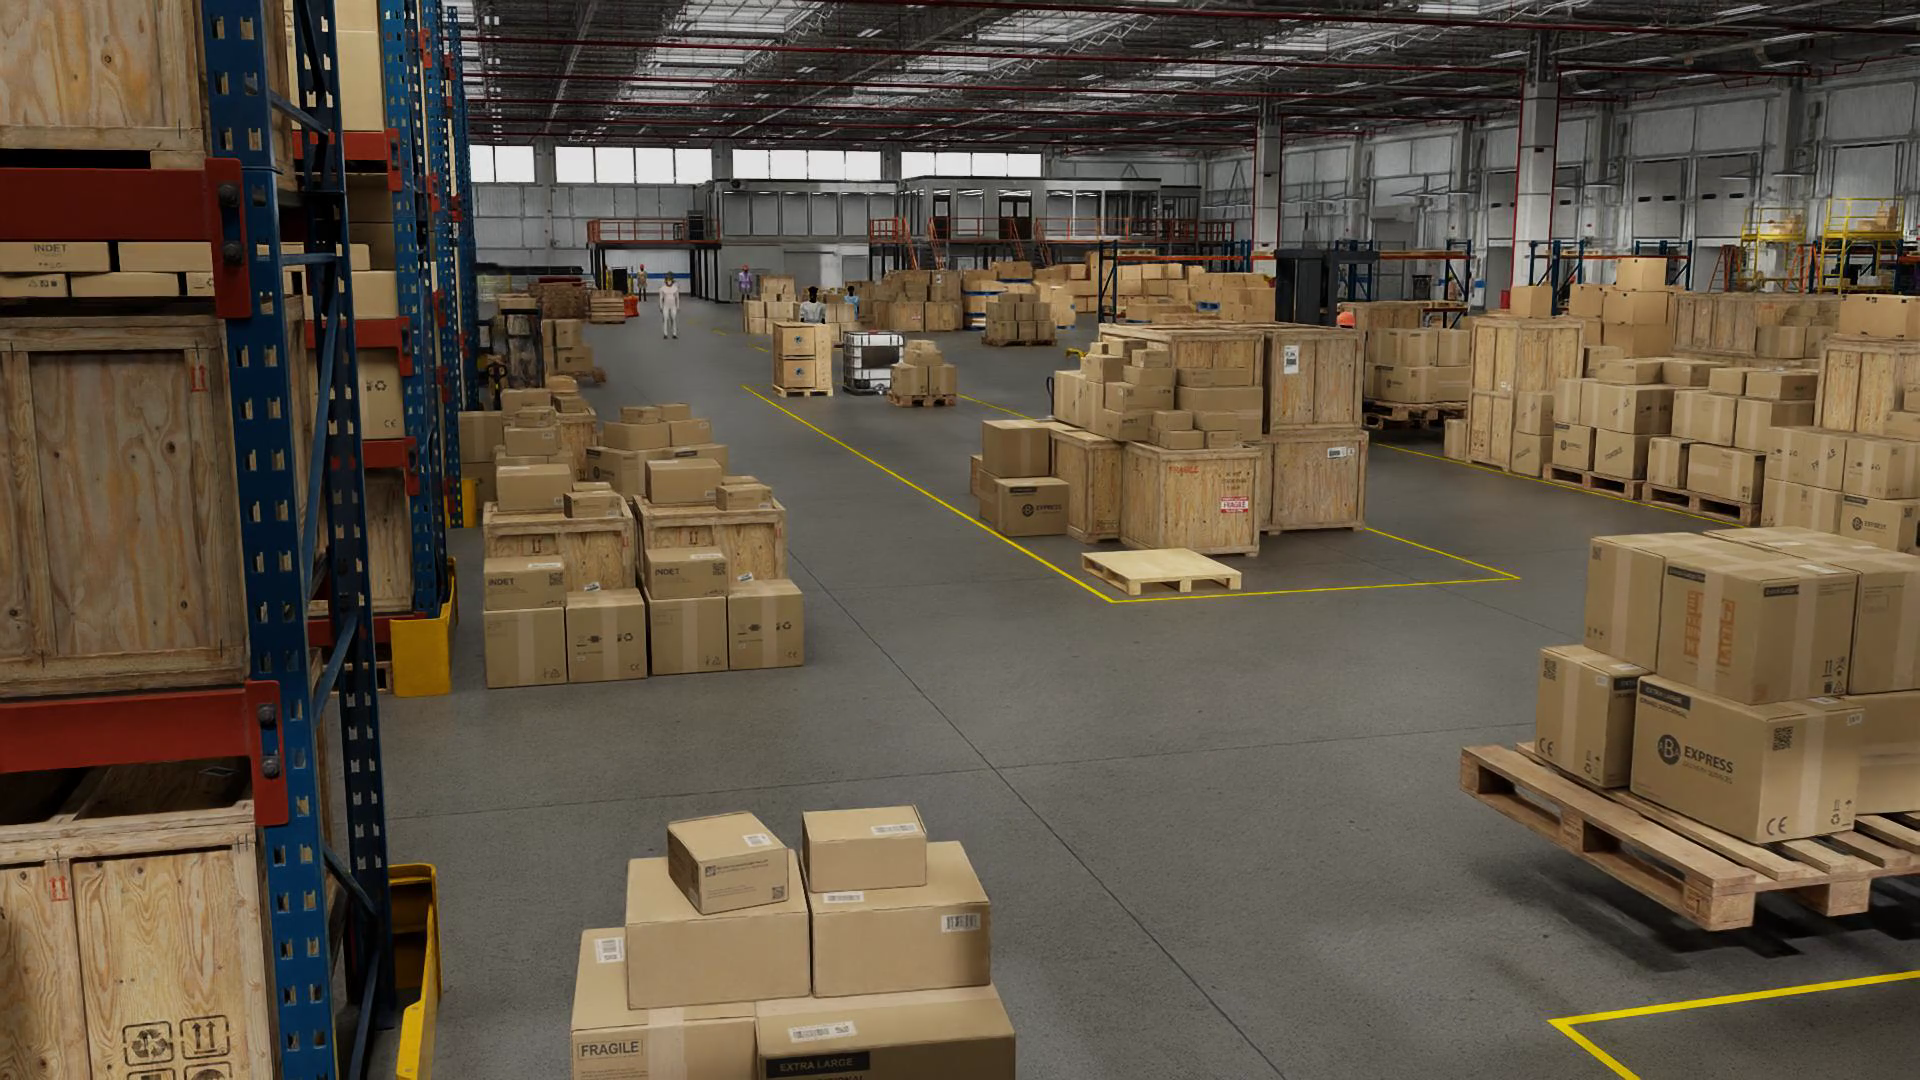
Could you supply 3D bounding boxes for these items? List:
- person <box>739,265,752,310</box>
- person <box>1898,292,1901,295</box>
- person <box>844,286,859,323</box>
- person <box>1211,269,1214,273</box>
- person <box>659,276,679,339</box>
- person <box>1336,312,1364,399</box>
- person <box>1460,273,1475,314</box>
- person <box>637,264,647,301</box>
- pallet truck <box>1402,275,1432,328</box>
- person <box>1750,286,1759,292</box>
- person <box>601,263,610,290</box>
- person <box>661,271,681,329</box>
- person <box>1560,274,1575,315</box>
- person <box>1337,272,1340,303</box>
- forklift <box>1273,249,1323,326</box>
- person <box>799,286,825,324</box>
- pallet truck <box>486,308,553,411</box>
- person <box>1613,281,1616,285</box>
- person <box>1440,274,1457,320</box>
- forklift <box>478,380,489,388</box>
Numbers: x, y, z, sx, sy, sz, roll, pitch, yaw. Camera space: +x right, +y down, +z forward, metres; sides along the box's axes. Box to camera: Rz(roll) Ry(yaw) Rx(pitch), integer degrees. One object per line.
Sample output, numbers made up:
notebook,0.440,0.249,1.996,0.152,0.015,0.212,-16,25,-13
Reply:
person,-9.745,-11.495,75.637,0.608,2.044,0.372,-3,10,-15
person,23.331,-5.323,41.532,0.487,1.744,0.294,-3,10,-15
person,-3.263,-6.757,49.787,0.535,1.697,0.318,-3,10,-15
person,12.614,-12.654,83.059,0.539,1.744,0.523,9,14,43
person,-9.031,-7.222,51.735,0.631,1.940,0.372,-3,10,-15
person,5.140,-2.057,22.330,0.612,1.995,0.377,-3,10,-15
person,21.459,-10.460,70.414,0.643,1.821,0.574,6,12,29
person,-16.683,-13.506,87.312,0.545,1.942,0.349,-3,10,-15
pallet truck,14.620,-7.324,52.145,0.823,1.965,1.885,8,13,40
person,21.410,-5.962,44.986,0.529,1.803,0.846,-1,10,-6
person,-19.871,-14.580,93.432,0.587,1.927,0.364,-3,10,-15
person,-9.943,-8.257,57.304,0.682,2.000,0.809,0,10,-2
person,19.466,-7.505,53.169,0.612,1.997,0.376,-3,10,-15
person,19.188,-13.100,85.012,0.545,1.942,0.349,-3,10,-15
forklift,4.855,-2.824,24.162,1.873,2.768,1.129,-3,10,-15
person,-3.355,-4.798,37.930,0.607,1.967,0.367,-3,10,-15
pallet truck,-6.242,-2.418,24.362,0.823,1.965,1.885,1,10,3
person,19.167,-6.647,48.676,0.513,1.872,0.328,-3,10,-15
person,17.971,-8.867,61.240,0.594,1.872,1.006,1,10,7
forklift,-10.369,-4.488,33.585,1.873,2.768,1.129,-3,10,-15
